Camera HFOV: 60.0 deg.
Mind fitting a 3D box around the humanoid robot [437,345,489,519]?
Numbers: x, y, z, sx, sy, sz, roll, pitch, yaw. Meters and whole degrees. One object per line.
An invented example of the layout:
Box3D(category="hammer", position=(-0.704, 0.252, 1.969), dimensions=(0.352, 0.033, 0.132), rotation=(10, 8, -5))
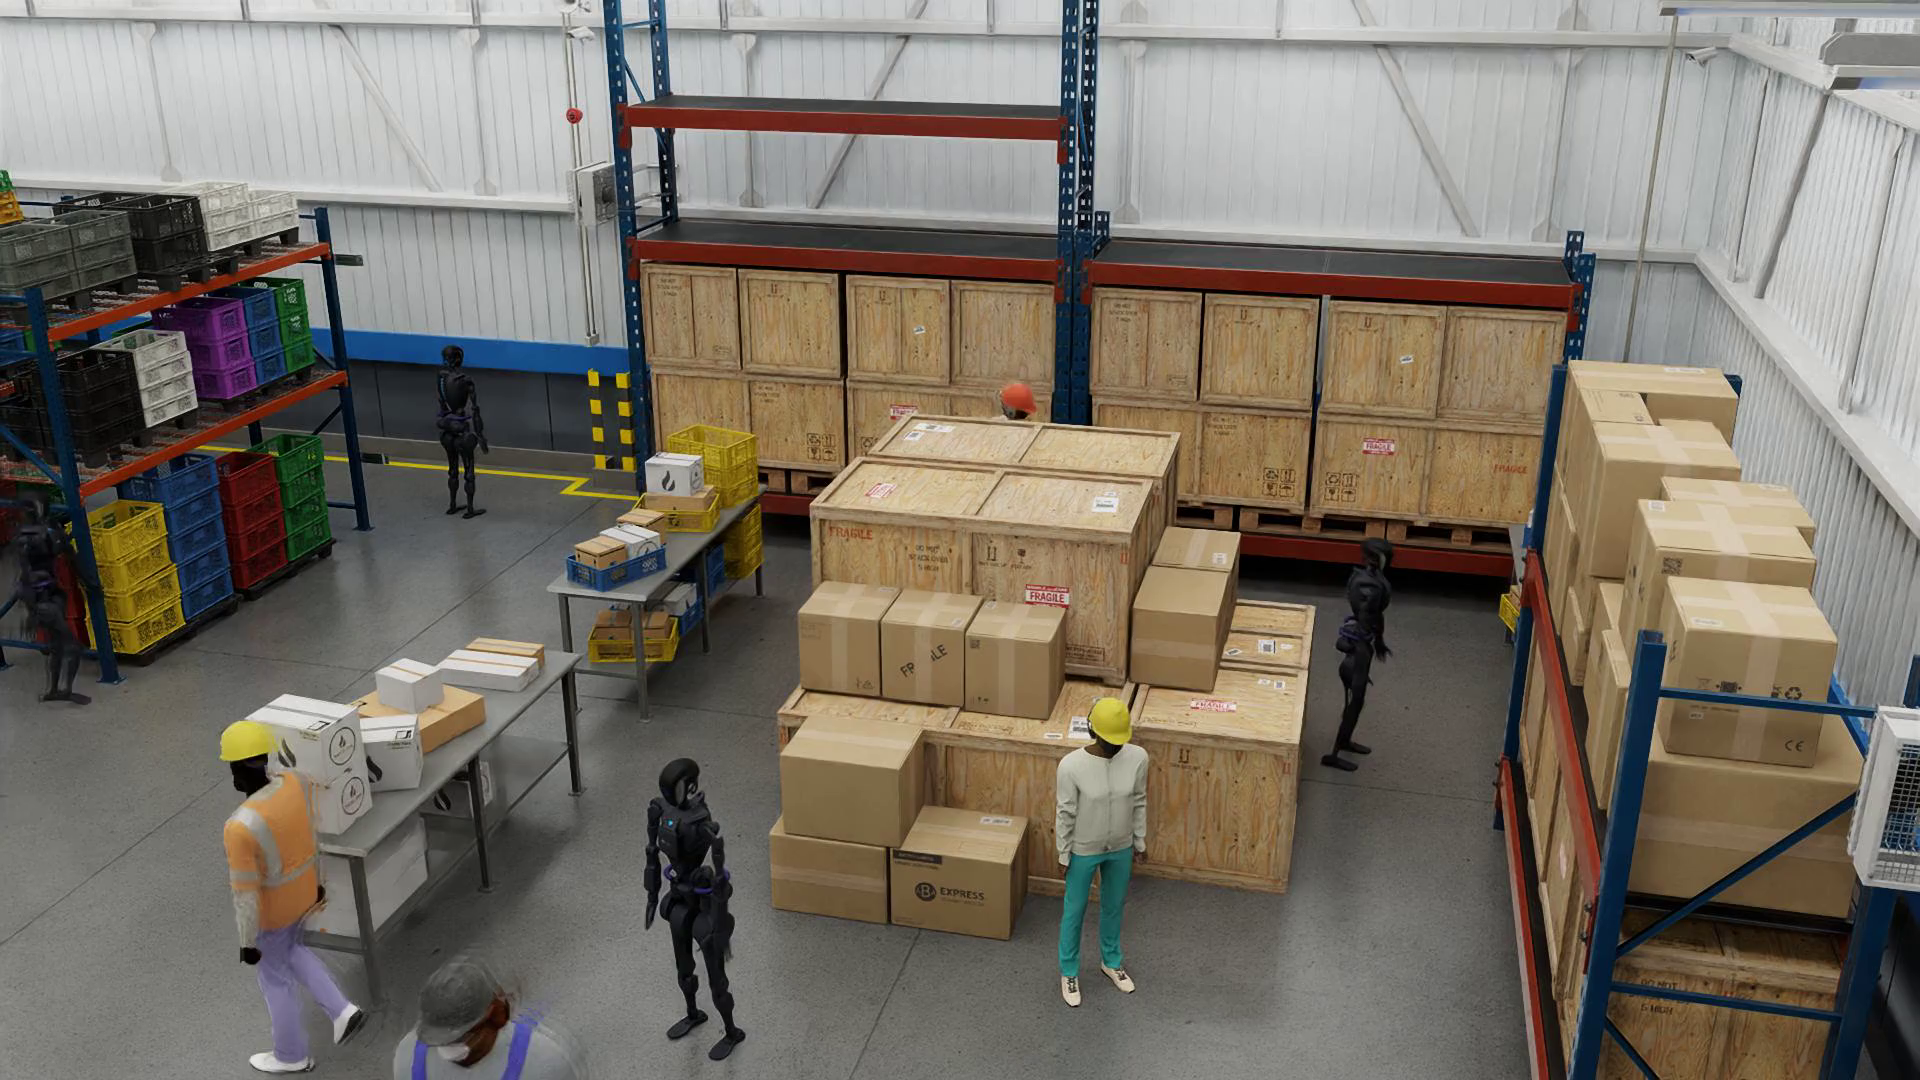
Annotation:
Box3D(category="humanoid robot", position=(-4.747, -1.037, 15.788), dimensions=(0.569, 1.653, 0.332), rotation=(15, 26, 34))

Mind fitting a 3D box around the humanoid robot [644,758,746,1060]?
Box3D(category="humanoid robot", position=(-1.329, 1.822, 8.306), dimensions=(0.576, 1.648, 0.334), rotation=(15, 26, 35))

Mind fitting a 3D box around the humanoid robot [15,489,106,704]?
Box3D(category="humanoid robot", position=(-6.507, 0.413, 12.005), dimensions=(0.575, 1.645, 0.546), rotation=(-4, 21, -11))

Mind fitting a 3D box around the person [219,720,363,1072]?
Box3D(category="person", position=(-3.321, 1.768, 8.123), dimensions=(0.490, 1.903, 0.606), rotation=(5, 22, 13))

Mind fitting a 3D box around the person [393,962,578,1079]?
Box3D(category="person", position=(-1.792, 2.441, 6.180), dimensions=(0.691, 2.000, 0.608), rotation=(5, 22, 13))

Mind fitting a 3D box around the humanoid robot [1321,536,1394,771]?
Box3D(category="humanoid robot", position=(2.685, 0.742, 11.122), dimensions=(0.359, 1.647, 0.590), rotation=(9, 23, 21))

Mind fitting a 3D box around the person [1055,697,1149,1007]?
Box3D(category="person", position=(0.747, 1.618, 8.726), dimensions=(0.522, 1.760, 0.320), rotation=(-8, 22, -19))

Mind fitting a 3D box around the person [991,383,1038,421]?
Box3D(category="person", position=(0.406, -0.383, 13.742), dimensions=(1.037, 1.914, 0.648), rotation=(-11, 24, -27))
